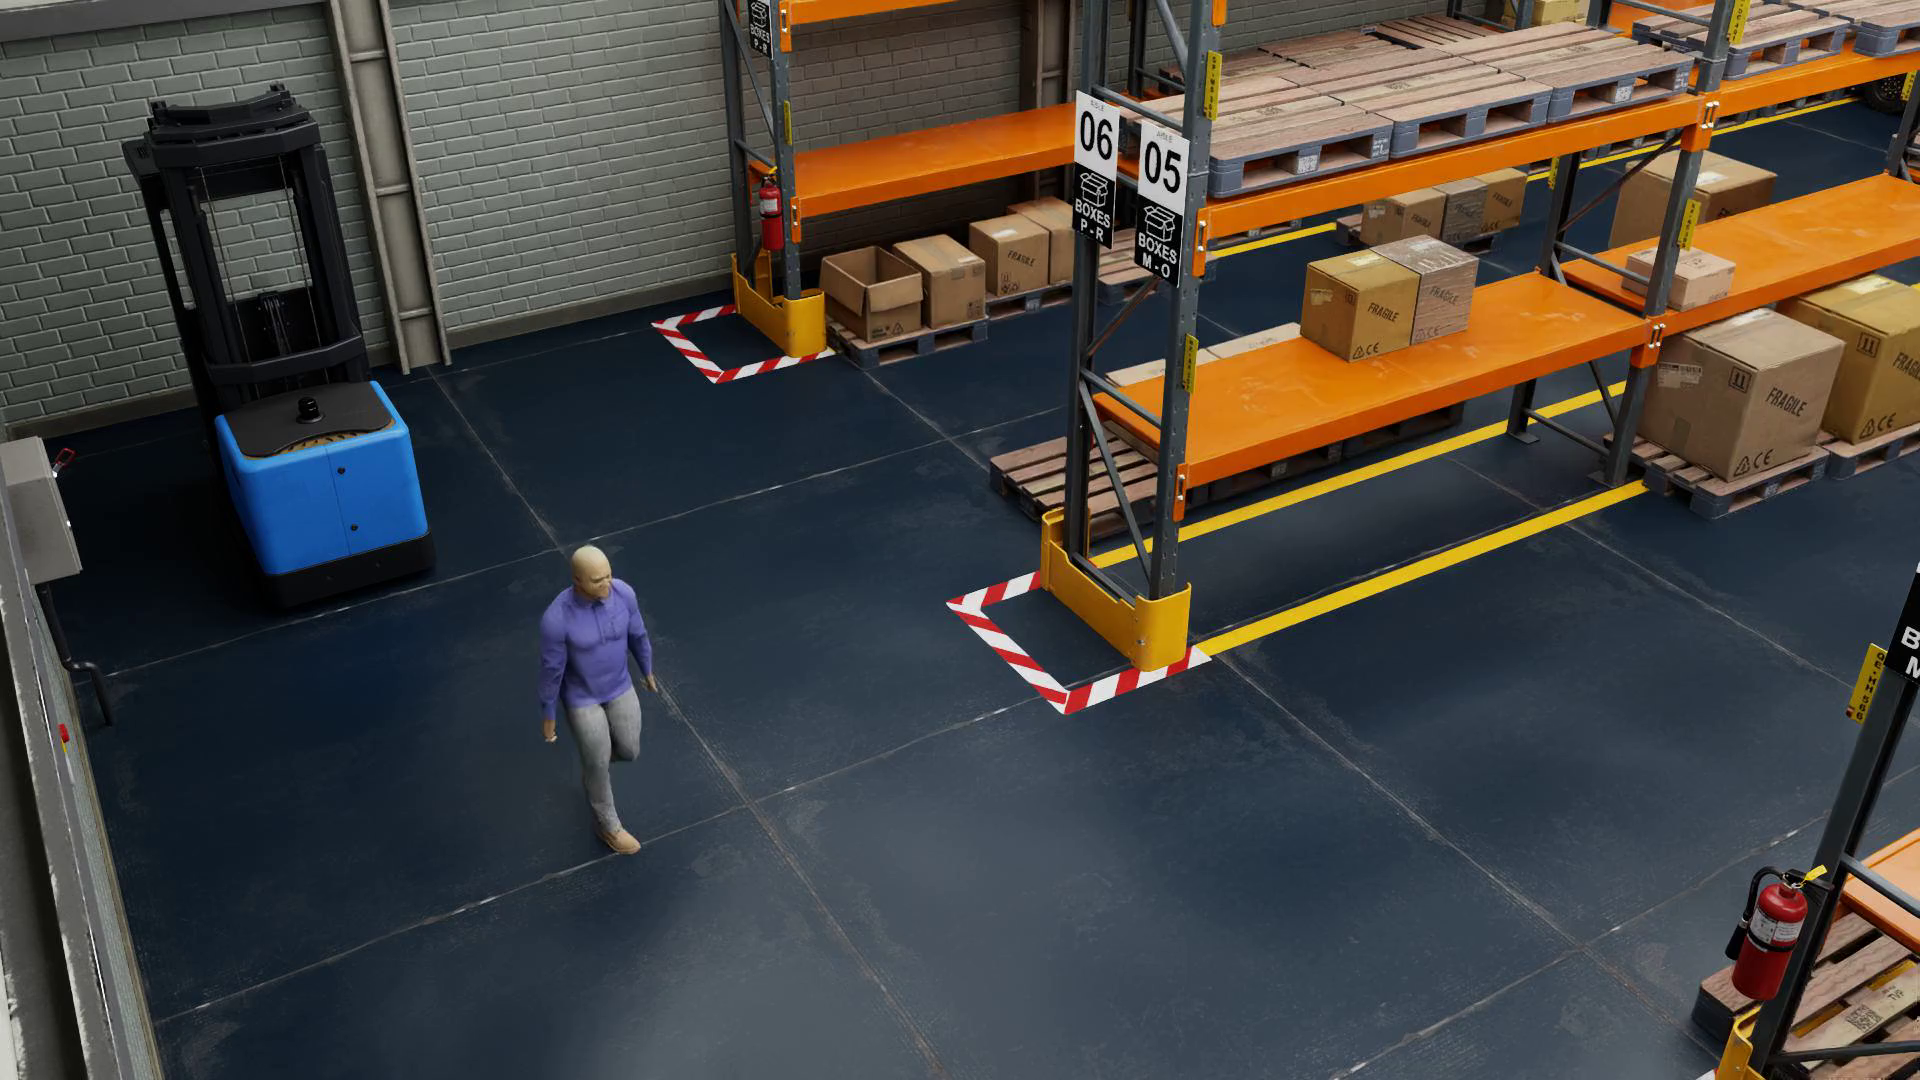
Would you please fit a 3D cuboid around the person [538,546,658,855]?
[{"bbox_3d":[-1.841,0.738,8.316,0.653,1.775,0.560,-25,39,-34],"label":"person"}]

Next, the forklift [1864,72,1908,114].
[{"bbox_3d":[11.468,-5.645,18.244,1.214,2.155,2.313,-17,36,-26],"label":"forklift"}]

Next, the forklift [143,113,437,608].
[{"bbox_3d":[-4.289,-1.259,10.509,1.129,2.768,1.873,-17,36,-26],"label":"forklift"}]
